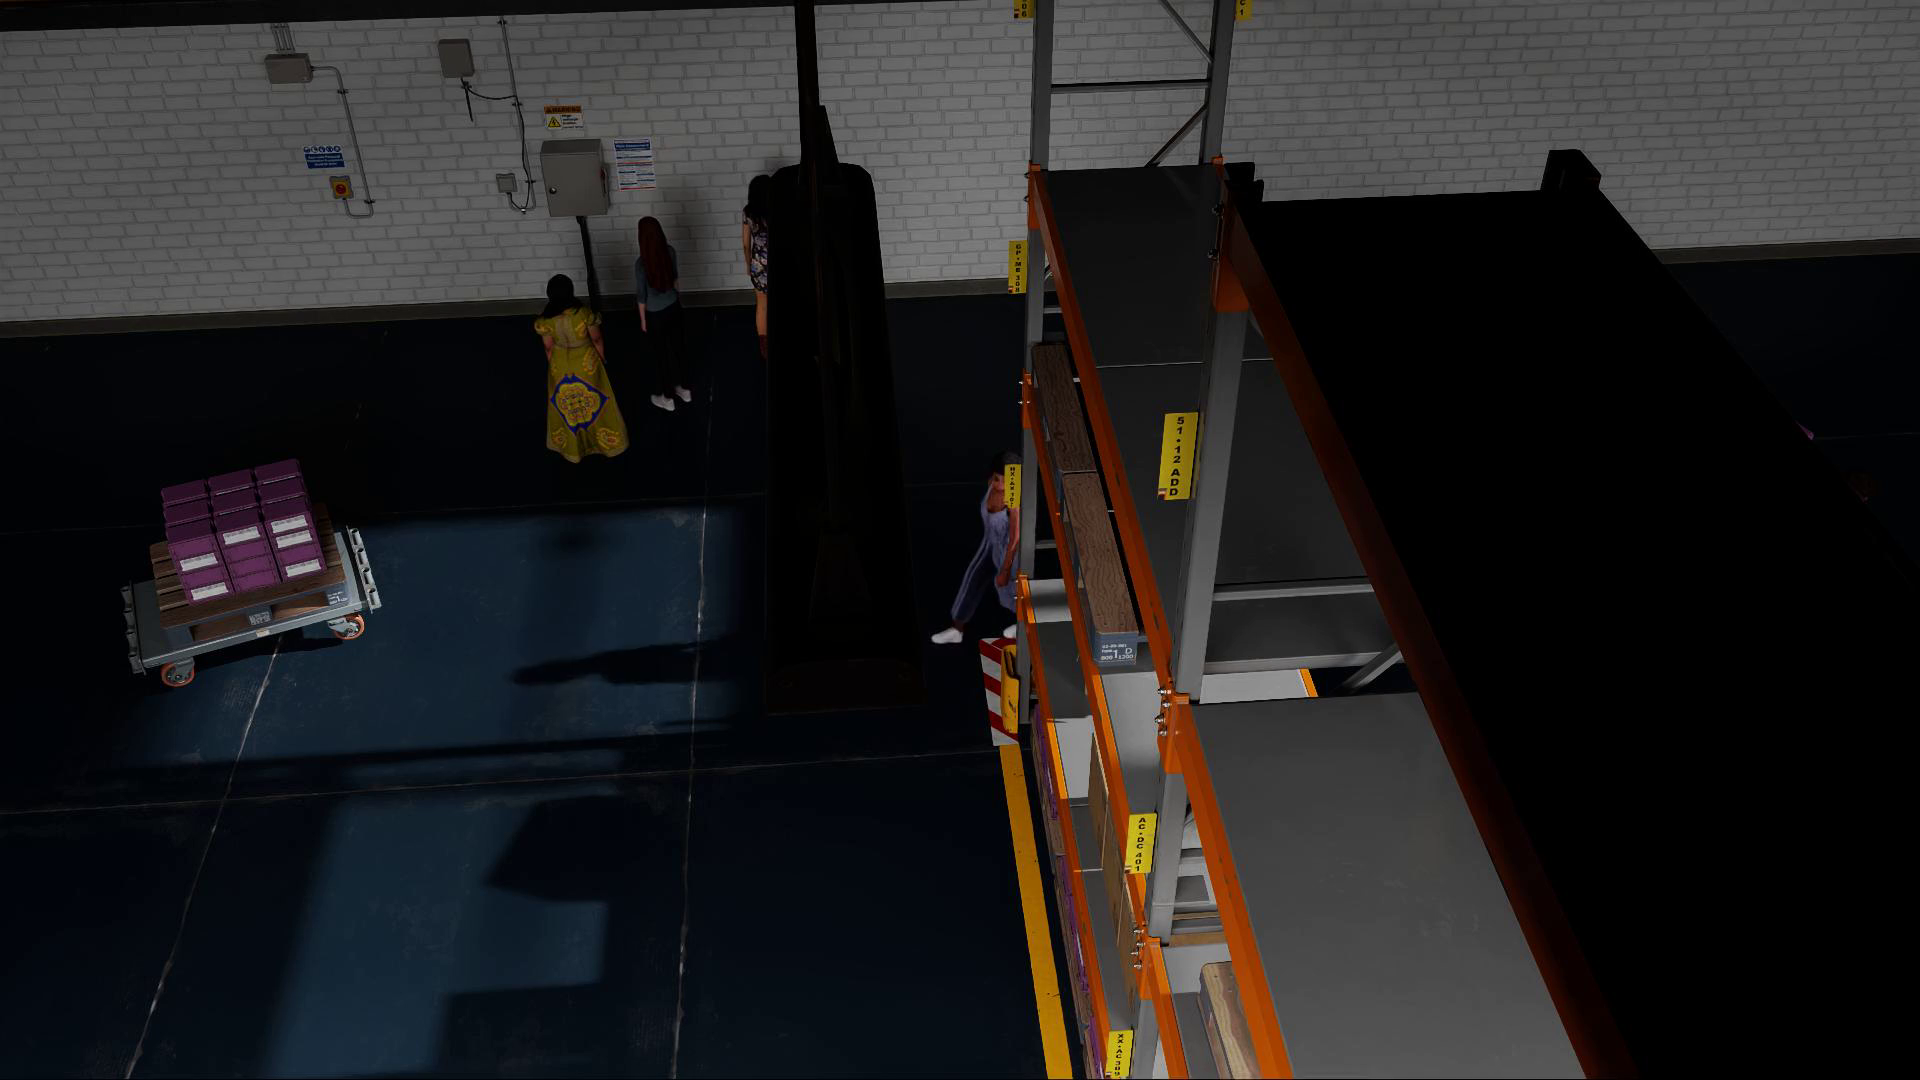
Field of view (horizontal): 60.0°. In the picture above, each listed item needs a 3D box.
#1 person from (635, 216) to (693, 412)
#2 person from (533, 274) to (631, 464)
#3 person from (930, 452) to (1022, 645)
[{"bbox_3d":[-2.465,-1.877,13.806,0.706,1.741,0.656,31,48,33],"label":"person"},{"bbox_3d":[-3.047,-1.363,13.227,0.850,1.660,0.765,-5,39,-6],"label":"person"},{"bbox_3d":[0.386,0.061,11.445,0.943,1.659,1.052,-17,42,-20],"label":"person"}]
